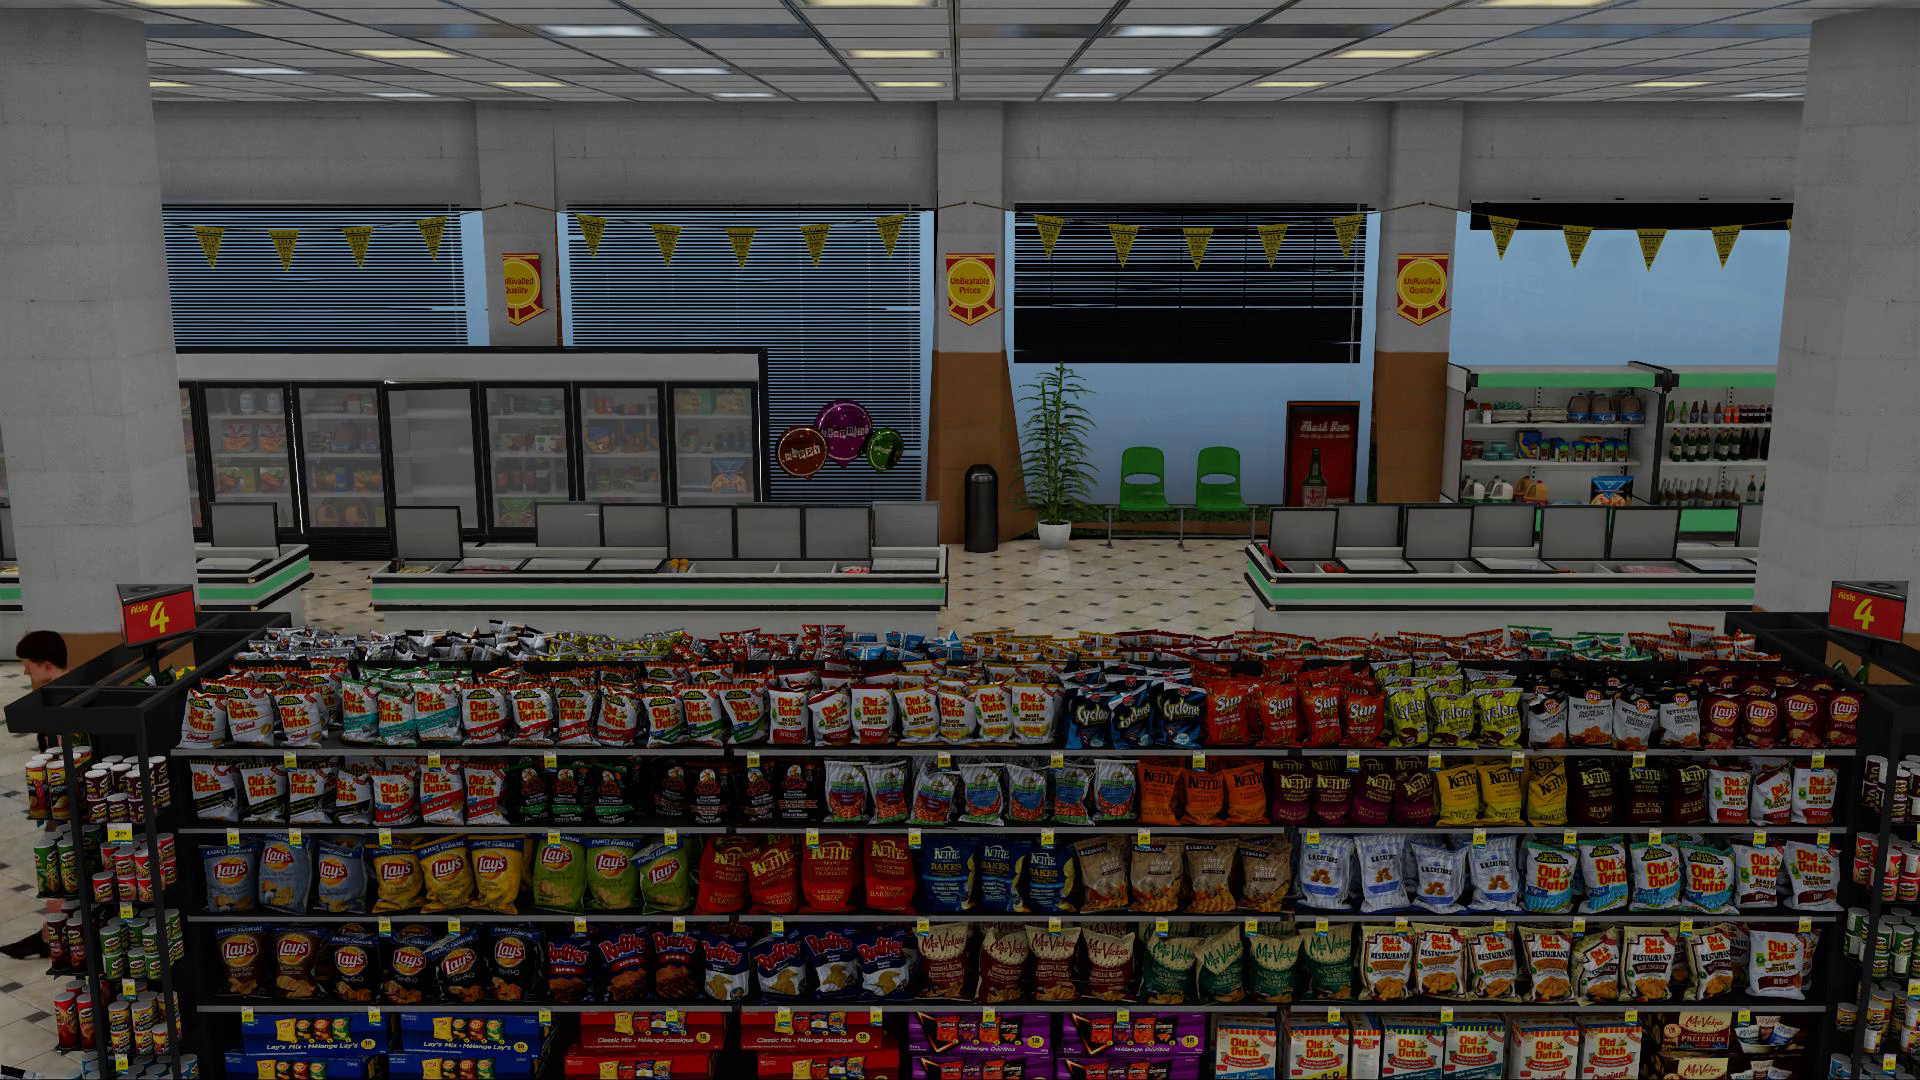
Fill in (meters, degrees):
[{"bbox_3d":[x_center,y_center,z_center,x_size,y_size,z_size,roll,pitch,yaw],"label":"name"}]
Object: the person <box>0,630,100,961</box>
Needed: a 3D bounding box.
[{"bbox_3d":[-4.489,1.364,8.711,1.172,1.810,0.671,0,12,-1],"label":"person"}]
